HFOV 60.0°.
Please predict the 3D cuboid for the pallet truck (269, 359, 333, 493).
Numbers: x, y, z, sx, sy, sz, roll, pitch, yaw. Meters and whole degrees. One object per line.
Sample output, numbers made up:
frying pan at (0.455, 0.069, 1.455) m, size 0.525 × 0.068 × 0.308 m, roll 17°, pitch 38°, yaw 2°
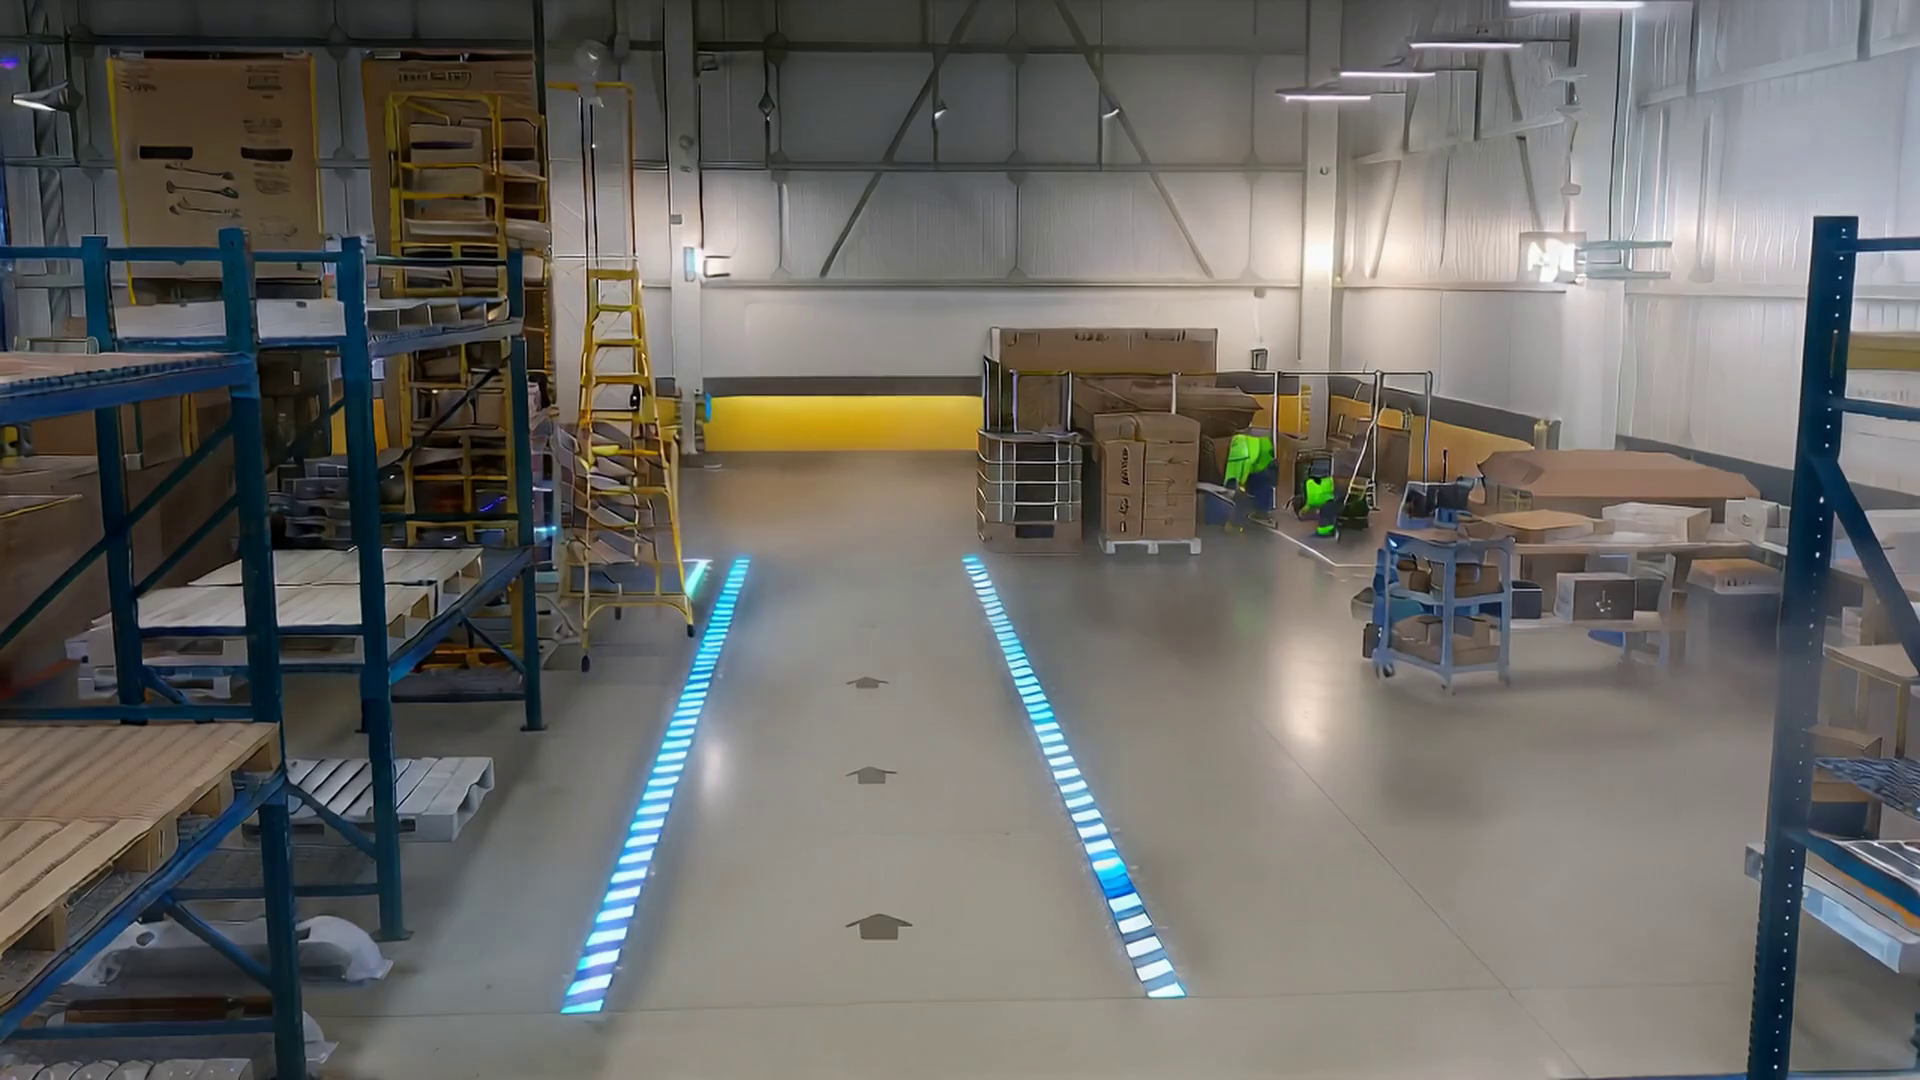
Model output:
pallet truck at (-7.062, -1.131, 18.996) m, size 1.885 × 1.965 × 0.823 m, roll 2°, pitch 9°, yaw 13°
